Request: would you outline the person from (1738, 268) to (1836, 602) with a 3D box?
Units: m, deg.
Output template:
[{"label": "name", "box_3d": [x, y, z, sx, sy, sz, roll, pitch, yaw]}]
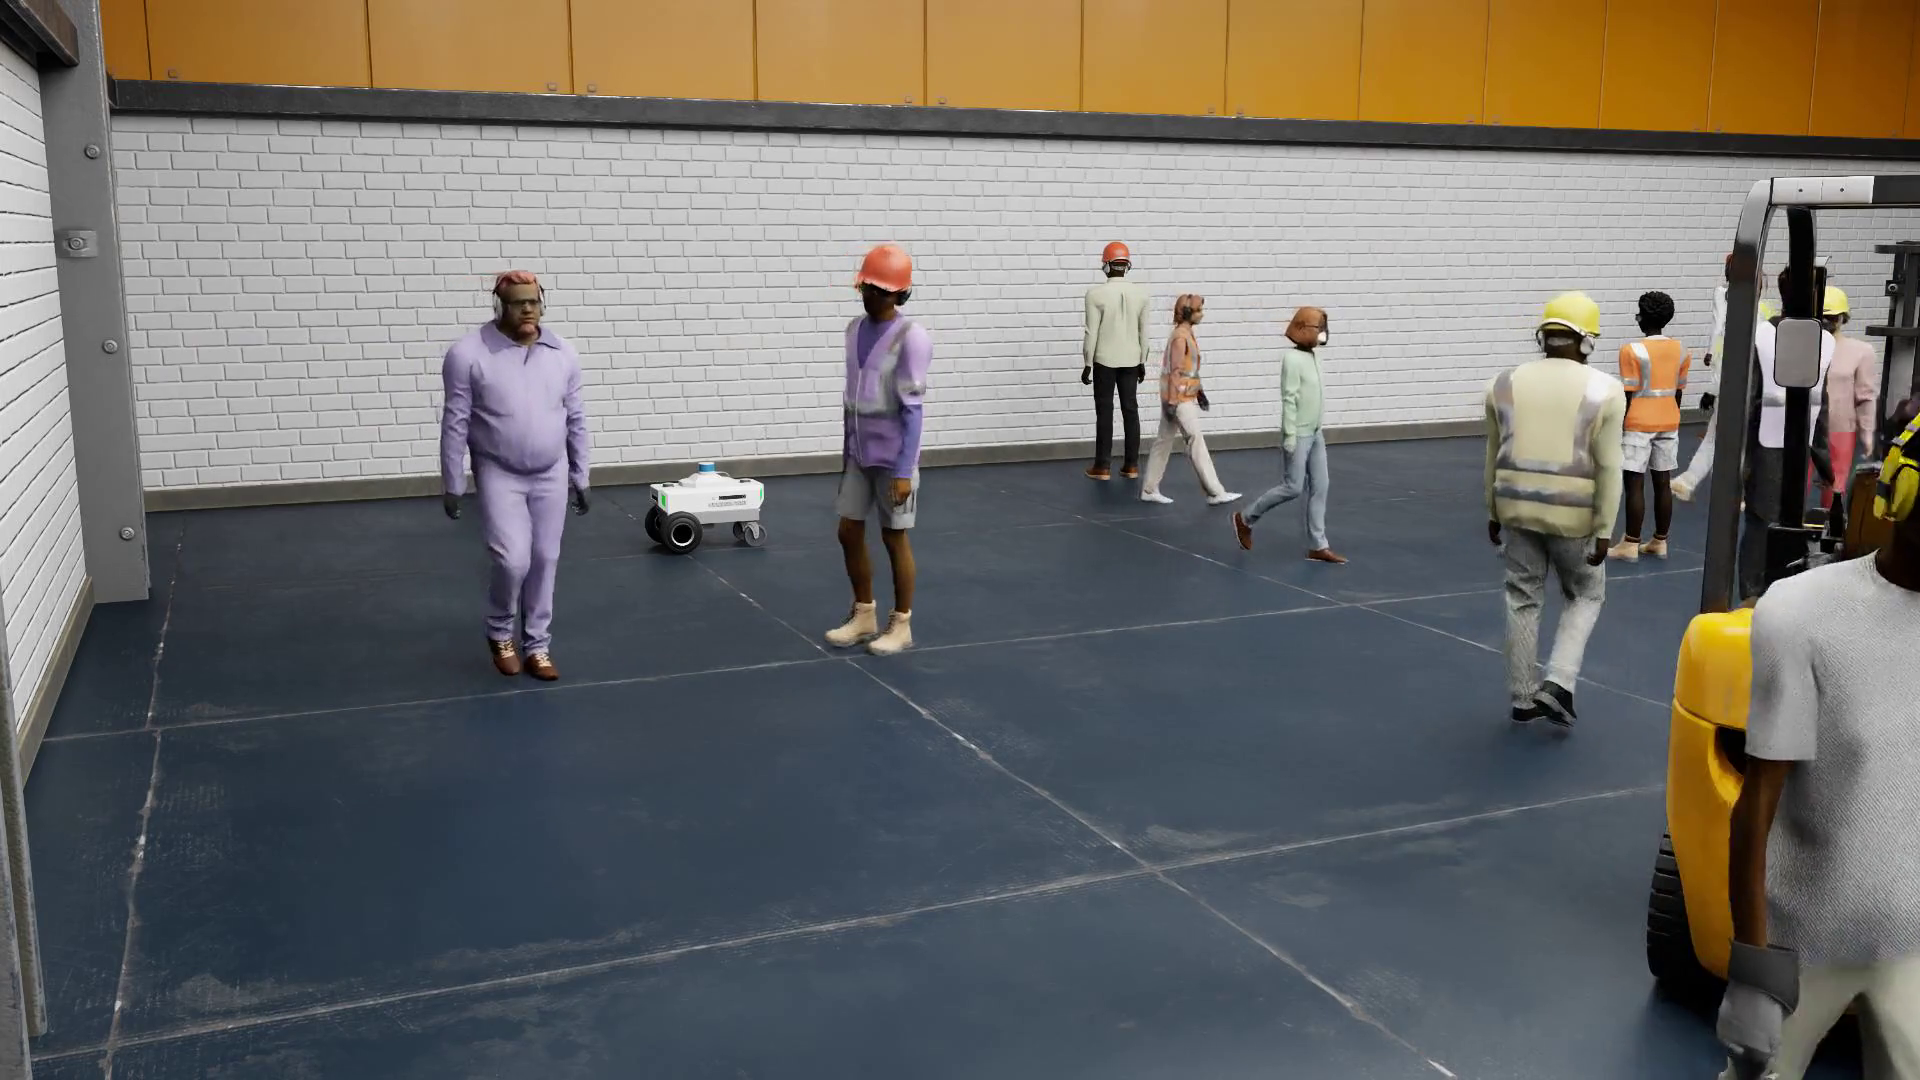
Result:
[{"label": "person", "box_3d": [4.157, -0.445, 8.423, 0.607, 1.916, 0.428, -4, 11, -23]}]

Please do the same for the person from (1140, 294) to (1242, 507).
[{"label": "person", "box_3d": [1.757, -1.042, 12.566, 0.830, 1.601, 0.533, 2, 10, 8]}]

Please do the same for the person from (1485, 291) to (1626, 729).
[{"label": "person", "box_3d": [2.421, -0.108, 6.821, 0.586, 1.809, 0.425, 7, 13, 36]}]

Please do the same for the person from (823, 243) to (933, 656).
[{"label": "person", "box_3d": [-0.369, -0.410, 7.970, 0.494, 2.002, 0.658, -9, 14, -42]}]

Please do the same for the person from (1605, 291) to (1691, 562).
[{"label": "person", "box_3d": [4.312, -0.706, 10.443, 0.537, 1.696, 0.317, -4, 11, -23]}]

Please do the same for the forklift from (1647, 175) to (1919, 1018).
[{"label": "forklift", "box_3d": [2.810, 0.094, 4.662, 1.214, 2.155, 2.313, 7, 12, 34]}]

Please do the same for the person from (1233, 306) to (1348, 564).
[{"label": "person", "box_3d": [2.100, -0.664, 10.436, 0.684, 1.610, 0.510, 7, 13, 35]}]

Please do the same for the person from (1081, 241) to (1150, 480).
[{"label": "person", "box_3d": [1.304, -1.503, 14.012, 0.615, 1.994, 0.381, -4, 11, -23]}]

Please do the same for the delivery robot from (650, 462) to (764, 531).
[{"label": "delivery robot", "box_3d": [-1.656, -0.268, 10.917, 0.707, 0.478, 0.477, -4, 11, -23]}]

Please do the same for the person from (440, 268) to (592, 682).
[{"label": "person", "box_3d": [-1.983, -0.279, 7.548, 0.679, 1.887, 0.423, -8, 13, -37]}]

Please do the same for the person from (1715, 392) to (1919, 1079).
[{"label": "person", "box_3d": [1.418, 0.631, 2.735, 0.548, 1.829, 0.917, -1, 10, -5]}]

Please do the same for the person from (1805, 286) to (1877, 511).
[{"label": "person", "box_3d": [5.200, -0.653, 10.022, 0.540, 1.751, 0.465, 5, 11, 24]}]

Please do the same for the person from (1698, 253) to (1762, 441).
[{"label": "person", "box_3d": [7.641, -1.898, 16.499, 0.578, 1.883, 0.353, -4, 11, -23]}]

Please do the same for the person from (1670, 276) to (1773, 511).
[{"label": "person", "box_3d": [5.713, -1.117, 12.433, 0.932, 1.799, 0.627, 6, 12, 30]}]
